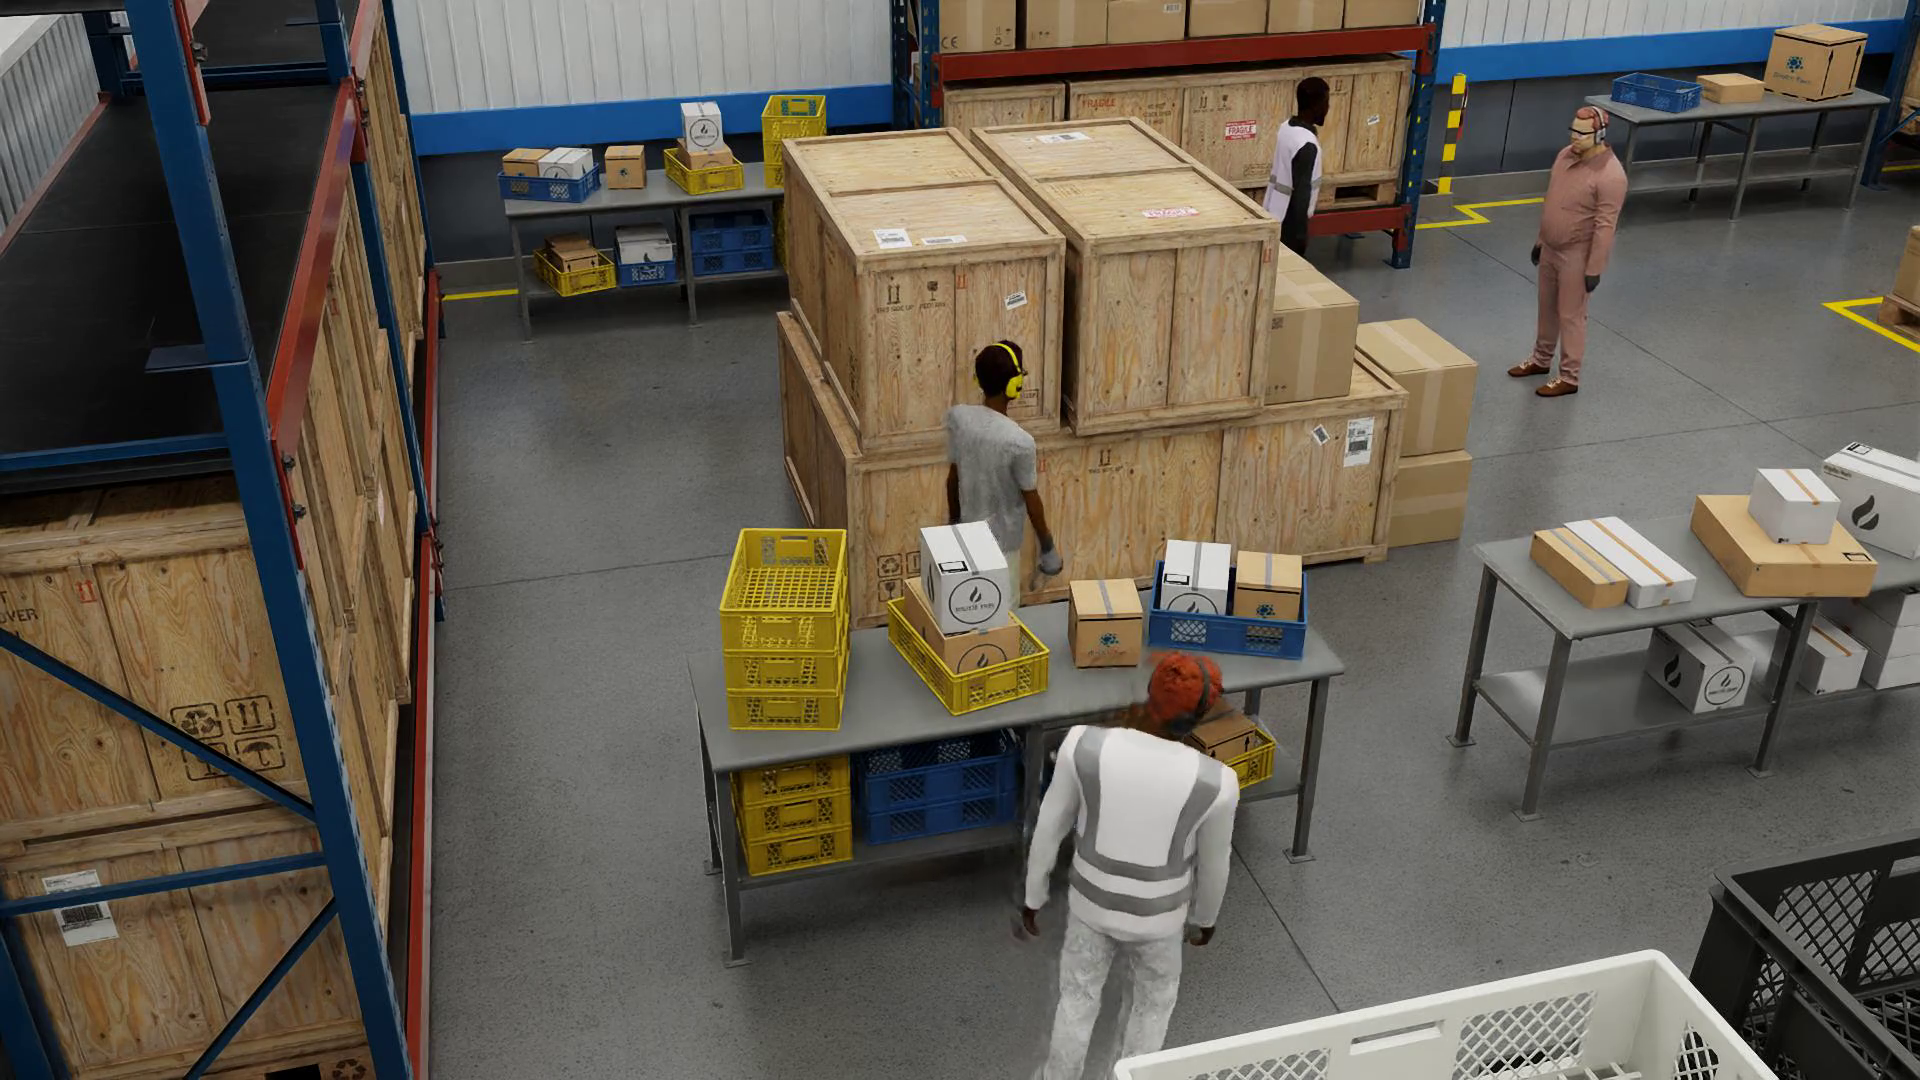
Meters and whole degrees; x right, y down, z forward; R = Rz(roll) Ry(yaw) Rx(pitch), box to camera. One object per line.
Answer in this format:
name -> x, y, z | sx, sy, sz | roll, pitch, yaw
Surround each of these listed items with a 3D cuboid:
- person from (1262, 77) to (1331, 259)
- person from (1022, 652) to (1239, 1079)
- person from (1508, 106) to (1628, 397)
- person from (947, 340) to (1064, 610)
person -> 2.275, -2.218, 11.429 | 0.381, 1.911, 0.612 | 0, 29, 0
person -> 0.479, 1.179, 5.346 | 0.739, 1.840, 0.365 | 7, 30, 12
person -> 3.953, -1.872, 10.818 | 0.401, 1.900, 0.651 | -7, 30, -12
person -> 0.187, -0.016, 7.488 | 0.390, 1.862, 0.539 | -23, 36, -36
